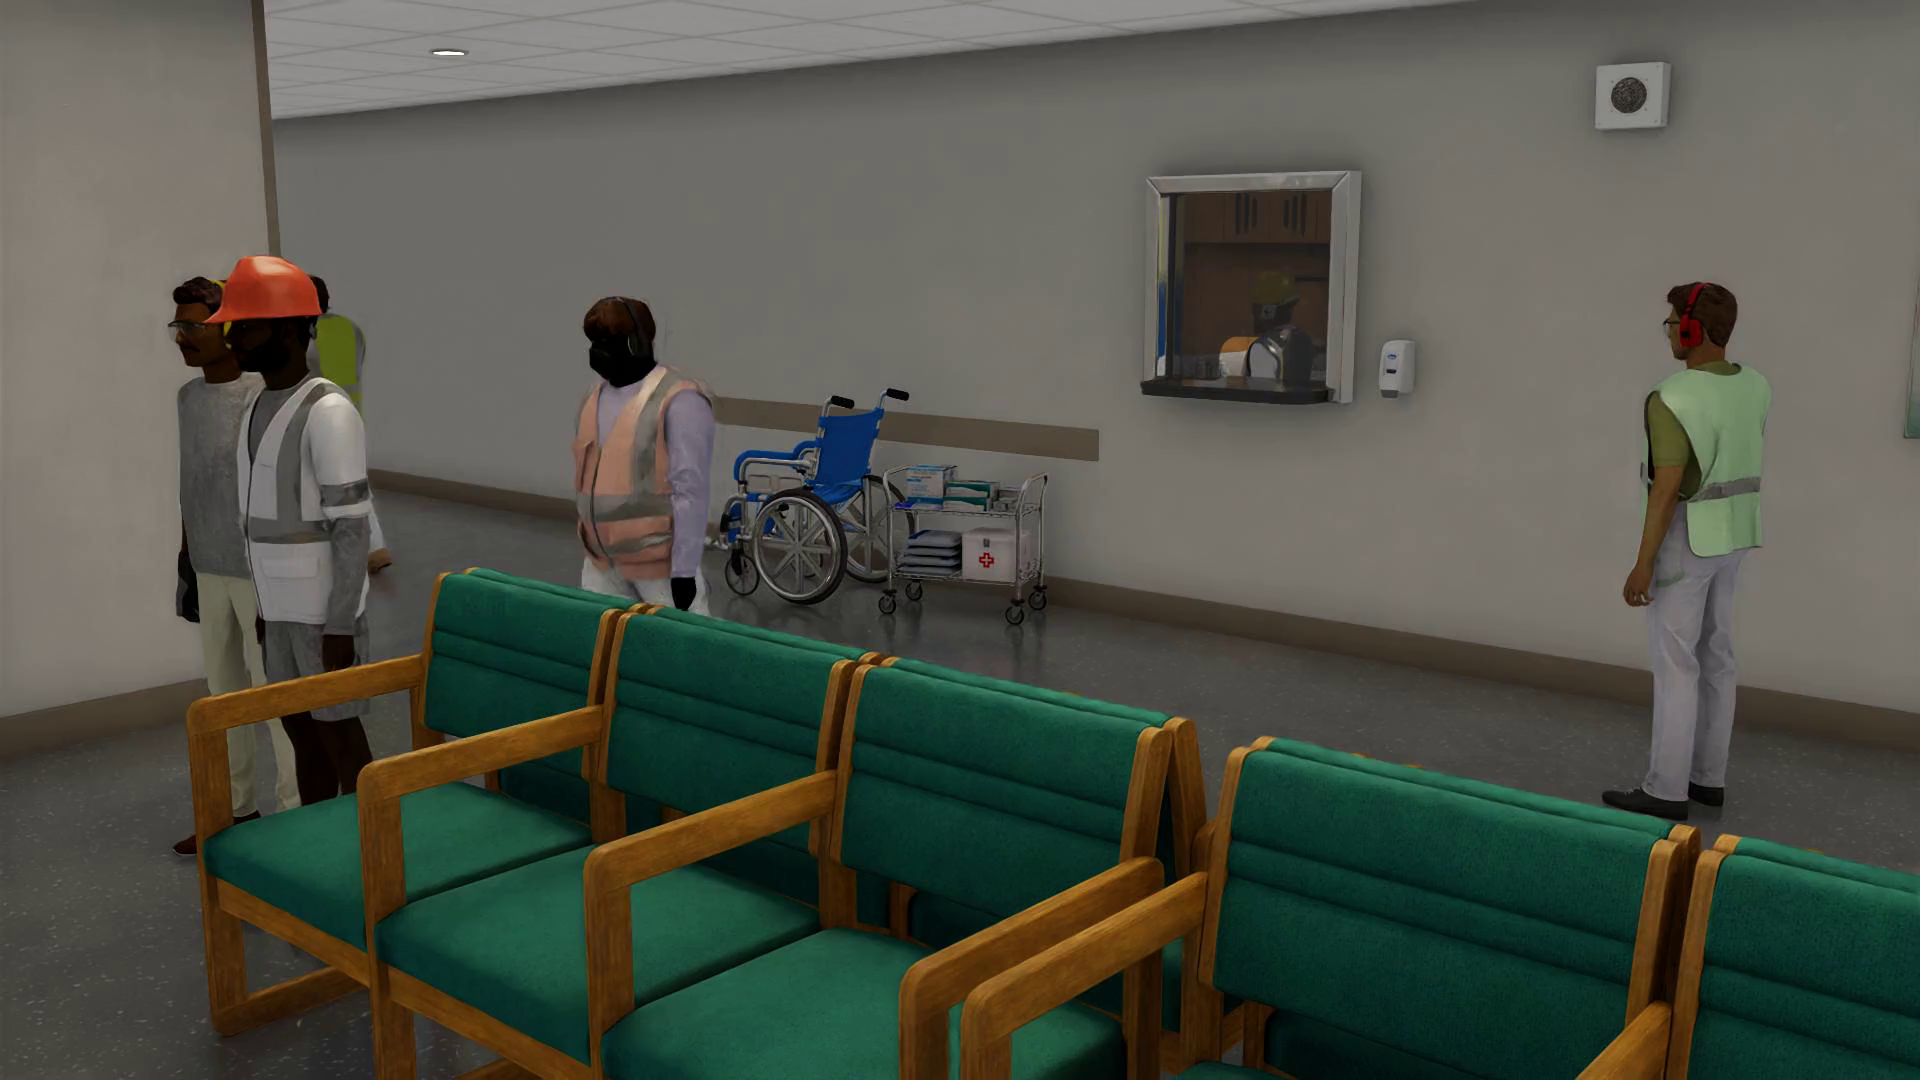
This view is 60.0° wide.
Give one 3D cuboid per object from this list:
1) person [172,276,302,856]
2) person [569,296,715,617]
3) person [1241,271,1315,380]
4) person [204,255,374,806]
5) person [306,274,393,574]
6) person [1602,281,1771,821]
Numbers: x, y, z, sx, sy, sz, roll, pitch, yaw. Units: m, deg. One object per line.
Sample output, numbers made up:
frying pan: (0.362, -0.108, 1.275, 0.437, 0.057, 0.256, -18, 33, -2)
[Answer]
person: (-2.308, 0.109, 5.283, 0.514, 1.872, 0.328, 5, 11, 25)
person: (-1.043, 0.047, 5.866, 0.629, 1.813, 0.914, 8, 13, 37)
person: (1.704, -0.553, 9.148, 0.404, 1.834, 0.589, 7, 12, 33)
person: (-1.877, 0.174, 4.719, 0.547, 1.938, 0.379, 9, 14, 43)
person: (-3.800, -0.674, 9.911, 0.816, 1.814, 0.626, 6, 11, 30)
person: (2.521, 0.045, 5.710, 0.567, 1.846, 0.389, -7, 12, -34)
